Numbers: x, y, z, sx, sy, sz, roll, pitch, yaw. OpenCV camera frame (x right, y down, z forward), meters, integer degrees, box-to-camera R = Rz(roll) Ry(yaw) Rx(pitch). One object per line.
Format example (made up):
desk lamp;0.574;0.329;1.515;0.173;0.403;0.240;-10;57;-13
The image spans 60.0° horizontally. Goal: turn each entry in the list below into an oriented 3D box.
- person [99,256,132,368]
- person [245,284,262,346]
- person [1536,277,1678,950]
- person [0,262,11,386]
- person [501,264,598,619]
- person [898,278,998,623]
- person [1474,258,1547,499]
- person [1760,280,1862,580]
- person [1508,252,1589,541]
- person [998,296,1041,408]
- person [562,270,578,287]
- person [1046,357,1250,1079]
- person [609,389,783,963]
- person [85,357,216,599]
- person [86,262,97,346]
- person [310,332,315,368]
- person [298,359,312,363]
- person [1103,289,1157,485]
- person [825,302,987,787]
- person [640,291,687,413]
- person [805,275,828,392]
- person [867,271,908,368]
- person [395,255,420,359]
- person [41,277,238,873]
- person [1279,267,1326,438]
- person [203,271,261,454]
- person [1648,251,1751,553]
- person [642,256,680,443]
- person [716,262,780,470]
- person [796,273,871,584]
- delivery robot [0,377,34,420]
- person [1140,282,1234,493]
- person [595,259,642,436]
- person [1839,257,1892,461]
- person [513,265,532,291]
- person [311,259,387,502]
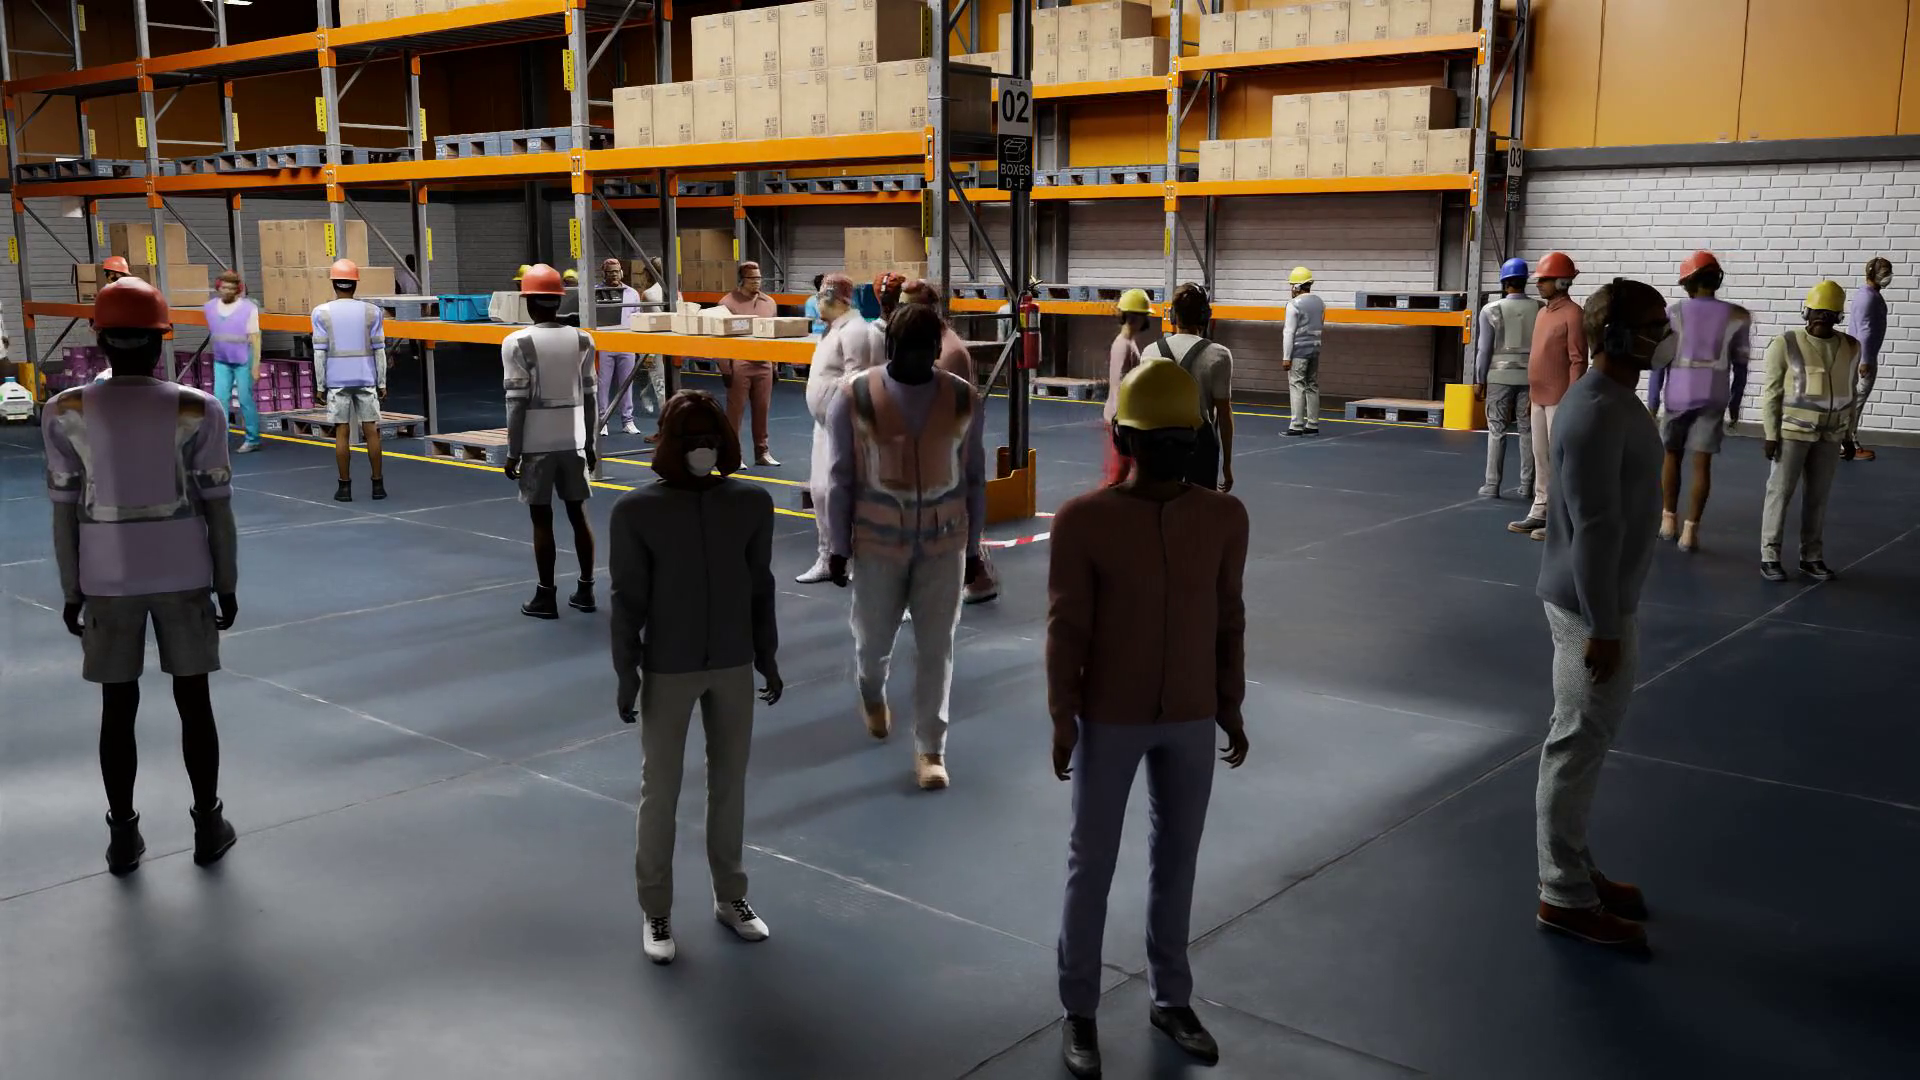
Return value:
person;-9.574;-2.252;18.927;0.385;1.927;0.545;-7;12;-33
person;-9.622;-2.695;22.283;0.507;1.632;0.265;-6;11;-29
person;1.894;0.206;4.902;0.372;1.940;0.631;4;11;22
person;-11.676;-2.498;20.069;0.427;2.019;0.653;-2;10;-13
person;-2.257;-0.538;9.136;0.551;1.935;0.375;-9;13;-40
person;-0.066;-0.493;9.108;0.700;1.870;0.663;-4;11;-21
person;4.463;-1.296;13.440;0.603;1.943;0.398;0;10;1
person;5.189;-0.659;10.138;0.592;1.828;0.404;-1;10;-3
person;4.112;-0.995;11.578;0.394;1.992;0.622;-1;10;-7
person;0.645;-2.050;18.343;0.491;1.724;0.563;2;10;13
person;-5.073;-2.615;21.534;0.622;1.736;0.607;9;13;41
person;0.468;0.438;4.068;0.529;1.767;0.329;-3;10;-16
person;-0.750;0.380;4.775;0.507;1.632;0.265;-6;12;-30
person;-4.675;-0.419;9.449;0.881;1.593;0.528;2;10;12
person;-12.593;-3.205;24.609;0.576;1.851;0.876;8;13;39
person;-10.702;-3.899;27.979;0.685;2.000;0.535;4;11;23
person;-10.818;-3.838;28.395;1.004;1.787;0.616;3;10;17
person;1.185;-0.805;11.197;0.556;1.747;0.547;1;10;6
person;-0.206;-0.003;6.408;0.637;1.826;0.698;-2;10;-11
person;-3.523;-2.367;19.841;0.583;1.848;0.544;8;13;37
person;-1.864;-2.775;22.658;0.542;1.648;0.828;-8;13;-40
person;-0.432;-0.674;10.071;0.358;1.882;0.574;3;10;15
person;-10.095;-4.298;30.677;0.620;1.885;0.883;-4;11;-20
person;-2.651;0.116;5.443;0.542;1.933;0.382;-4;11;-21
person;3.660;-2.006;17.836;0.591;1.823;0.405;-9;13;-42
person;-7.049;-1.692;16.111;0.591;1.790;0.892;1;10;7
person;4.990;-0.947;11.294;0.628;1.993;0.882;3;10;17
person;-3.110;-1.968;17.279;0.379;1.940;0.629;3;10;15
person;-1.921;-1.593;15.275;0.637;1.898;0.395;-9;13;-40
person;-0.759;-0.662;10.029;0.478;1.867;0.669;-4;11;-22
delivery robot;-10.780;-1.610;18.906;0.477;0.478;0.707;-7;12;-36
person;1.189;-0.424;8.751;0.520;1.844;0.330;5;11;27
person;-3.739;-2.082;18.021;0.641;1.908;0.407;-6;12;-31
person;8.696;-1.738;15.976;0.359;1.936;0.632;6;12;31
person;-4.805;-2.146;18.589;0.404;1.833;0.590;-7;12;-35
person;-4.885;-1.274;13.329;0.548;1.936;0.378;-5;11;-25
